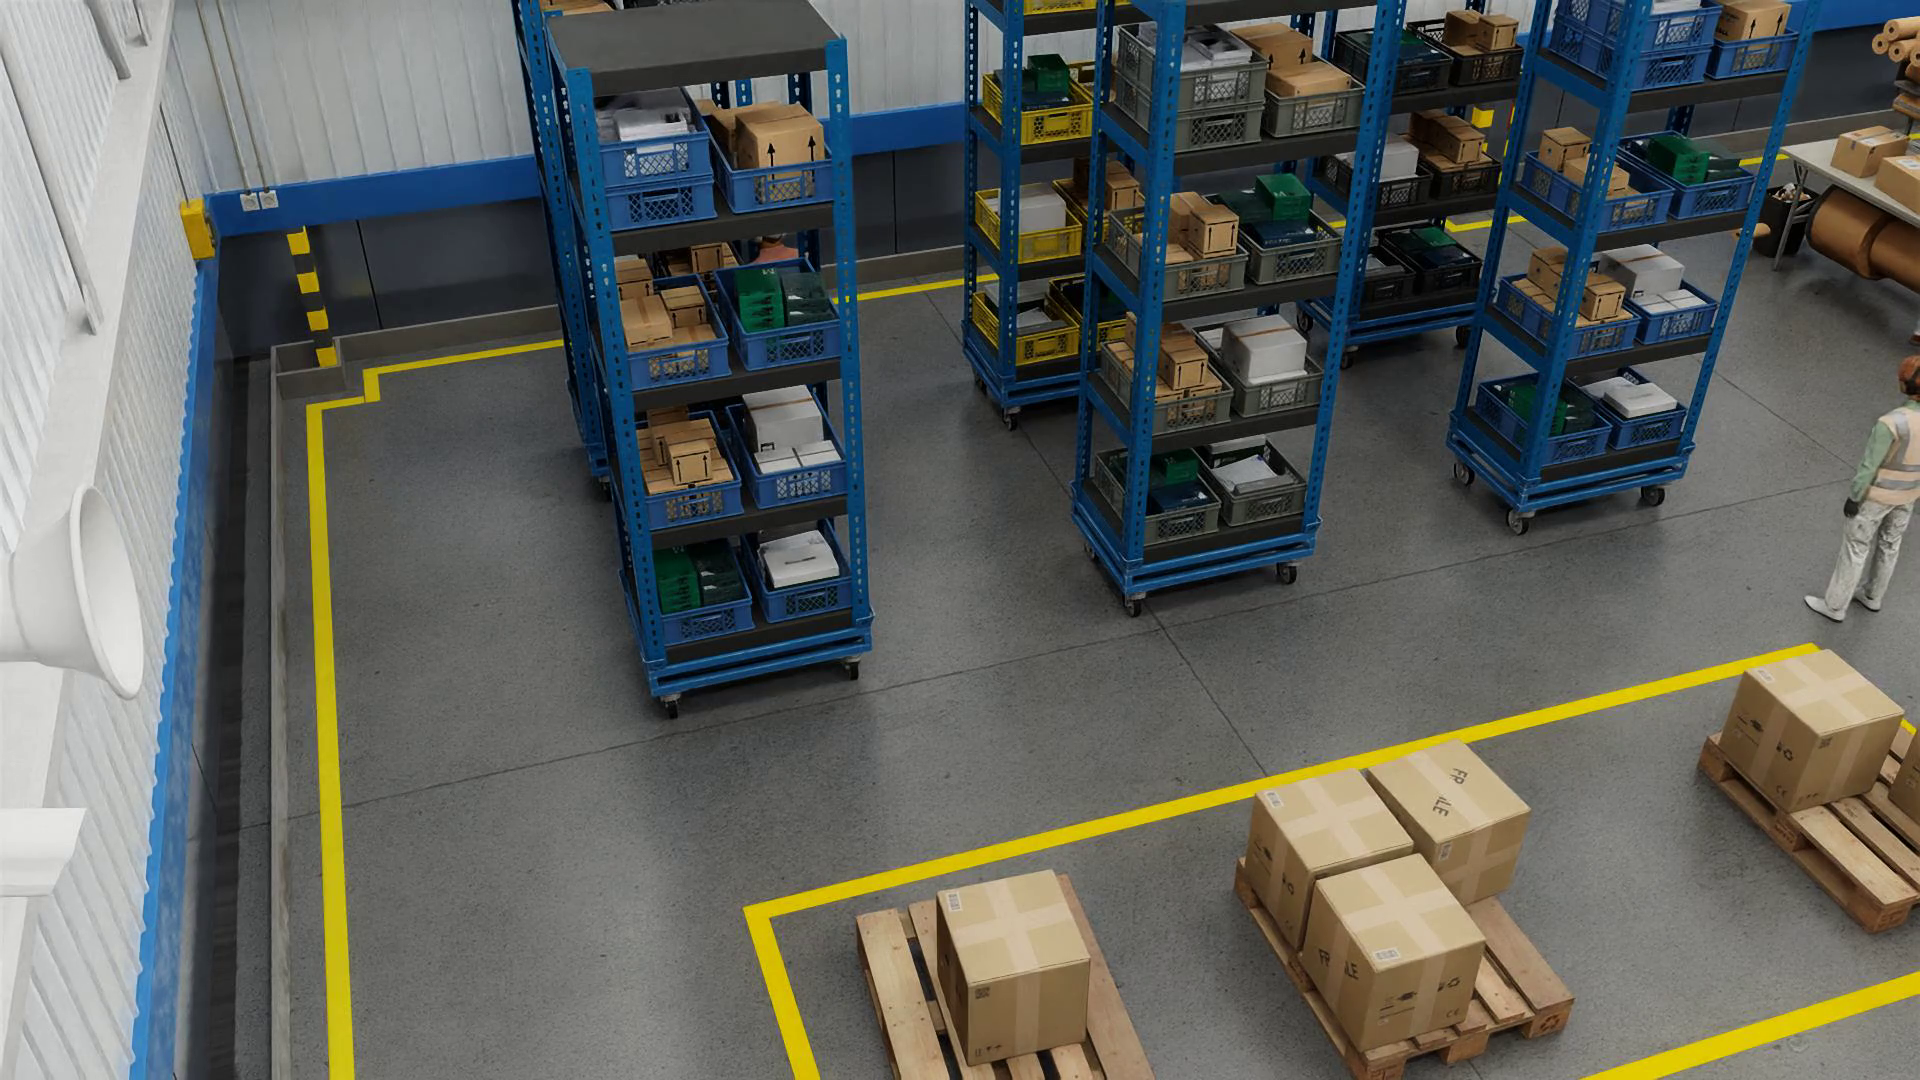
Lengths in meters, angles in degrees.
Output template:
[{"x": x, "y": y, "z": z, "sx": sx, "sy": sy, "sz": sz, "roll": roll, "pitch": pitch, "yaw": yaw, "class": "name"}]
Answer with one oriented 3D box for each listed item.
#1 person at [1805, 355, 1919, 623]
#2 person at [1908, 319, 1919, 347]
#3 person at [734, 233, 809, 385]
[{"x": 5.140, "y": -0.269, "z": 9.242, "sx": 0.521, "sy": 1.632, "sz": 0.314, "roll": -13, "pitch": 37, "yaw": -18, "class": "person"}, {"x": 7.160, "y": -2.138, "z": 11.639, "sx": 0.372, "sy": 1.929, "sz": 0.631, "roll": 4, "pitch": 35, "yaw": 6, "class": "person"}, {"x": -1.122, "y": -1.174, "z": 10.226, "sx": 0.627, "sy": 1.982, "sz": 0.403, "roll": -28, "pitch": 44, "yaw": -33, "class": "person"}]
